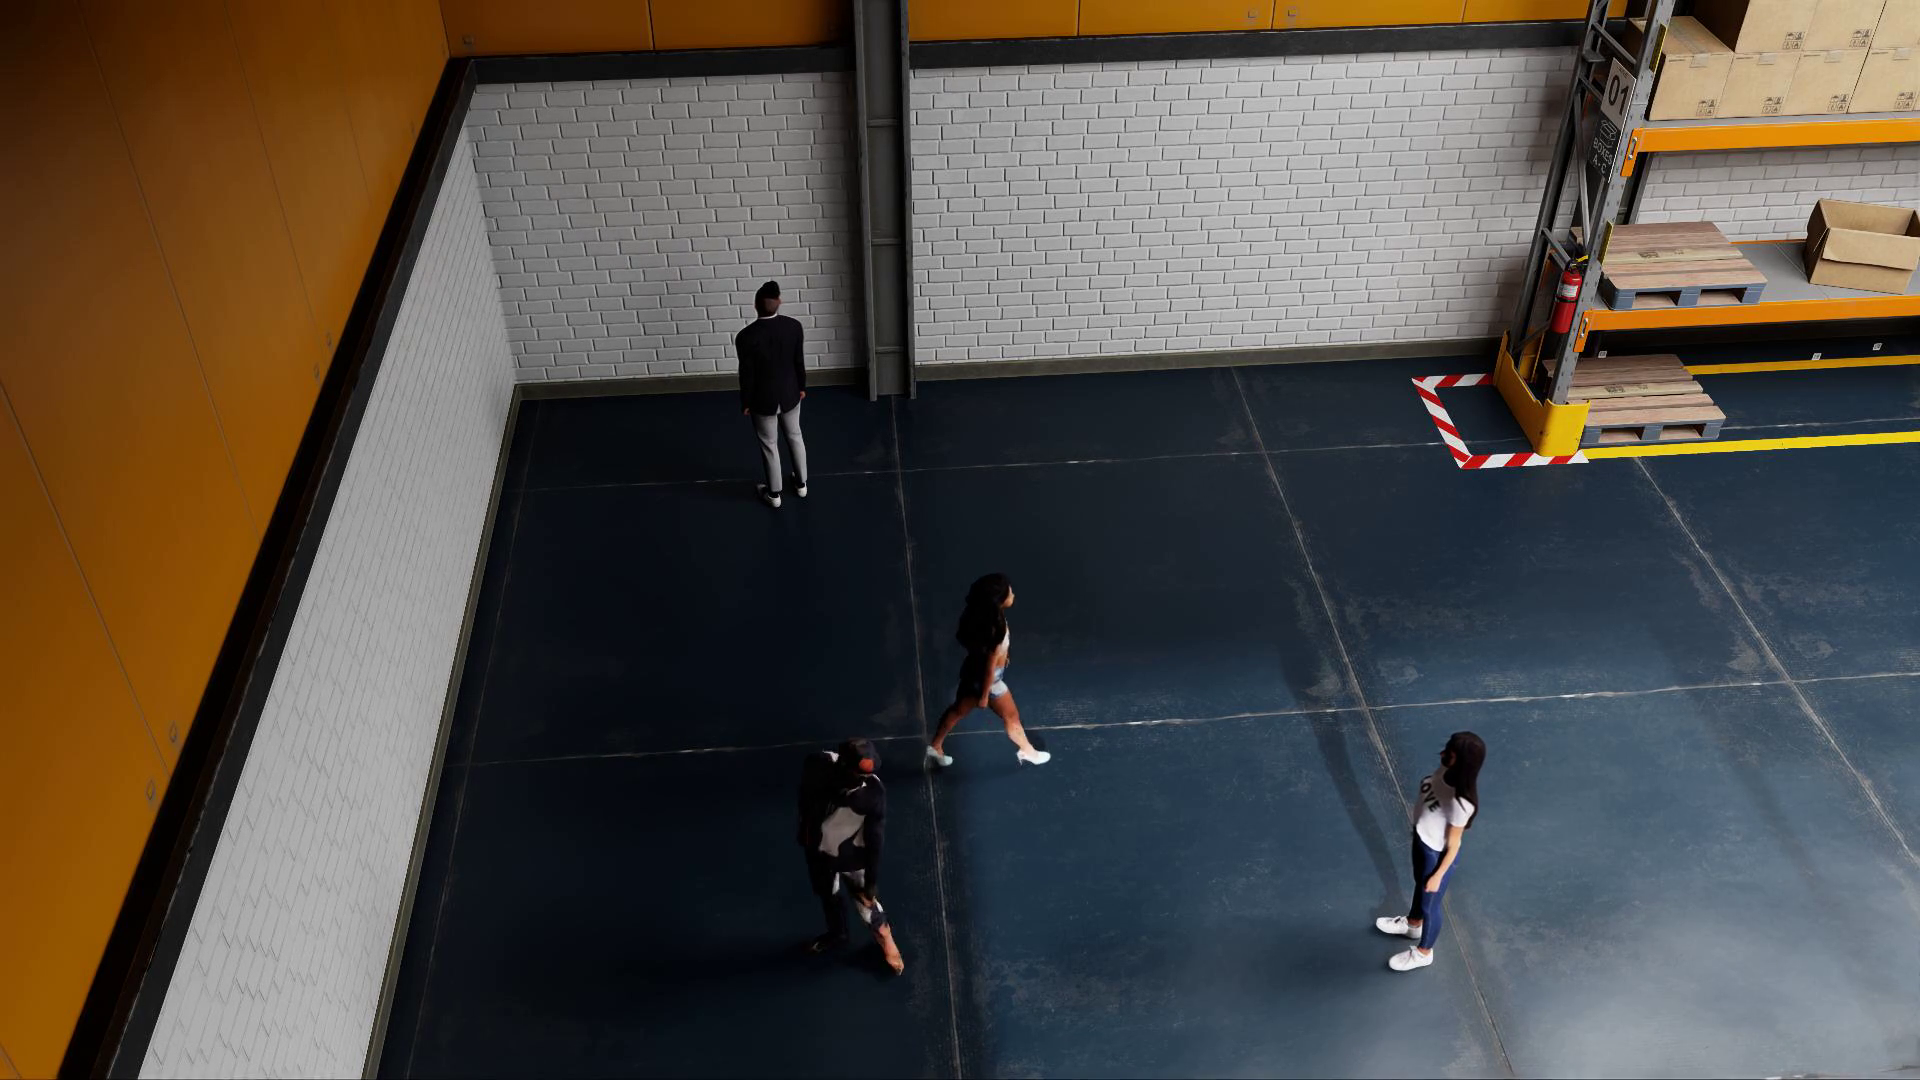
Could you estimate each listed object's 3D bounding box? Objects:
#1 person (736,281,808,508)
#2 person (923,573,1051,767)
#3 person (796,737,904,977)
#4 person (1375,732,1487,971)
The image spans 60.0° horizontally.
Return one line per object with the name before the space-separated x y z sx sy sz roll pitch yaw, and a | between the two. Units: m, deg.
person | -1.396 -1.119 12.560 0.700 1.949 0.849 -20 43 -23
person | 0.076 0.882 10.351 1.063 1.579 0.631 -7 39 -9
person | -0.684 1.678 9.134 0.935 1.854 0.844 -28 46 -30
person | 2.633 1.703 9.167 0.550 1.774 0.612 2 39 2
